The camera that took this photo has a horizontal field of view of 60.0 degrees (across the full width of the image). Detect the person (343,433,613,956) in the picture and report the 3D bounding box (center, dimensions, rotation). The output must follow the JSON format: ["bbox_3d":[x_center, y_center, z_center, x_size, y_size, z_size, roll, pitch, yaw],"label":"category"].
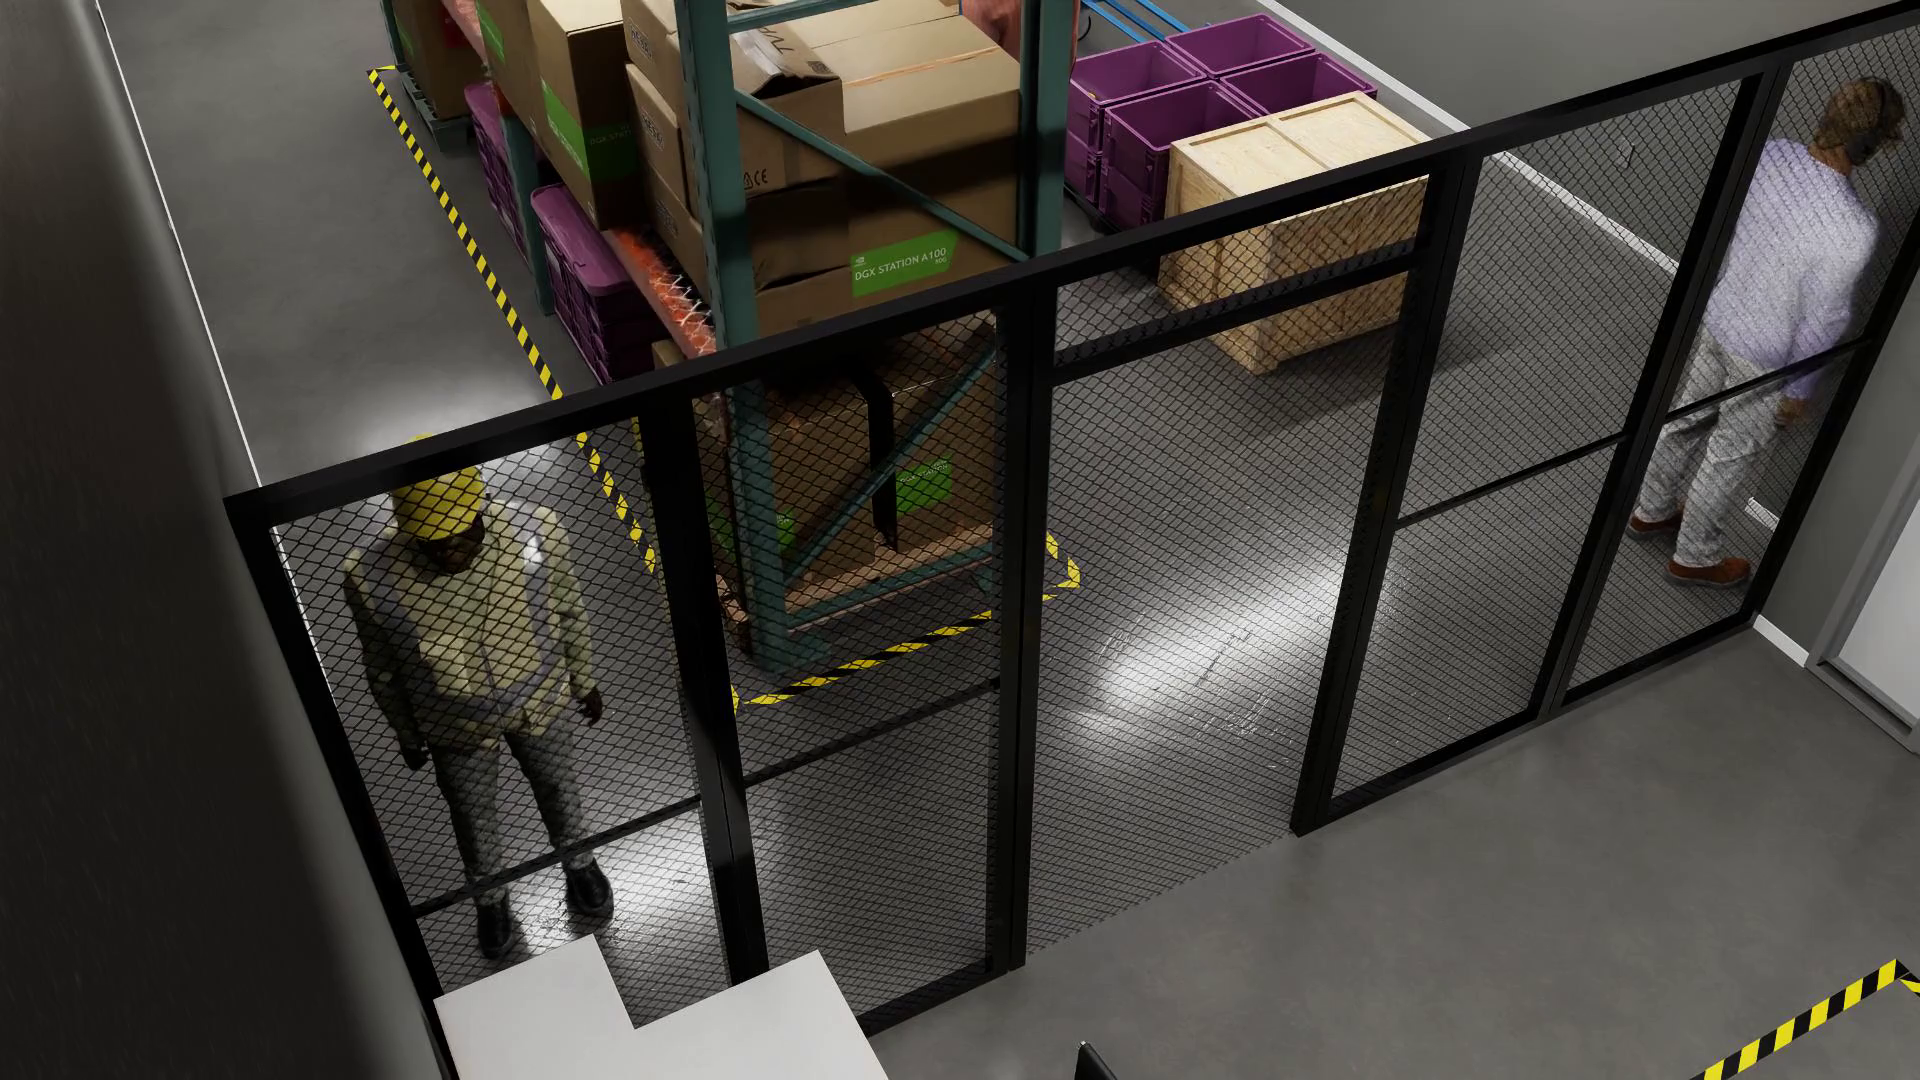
[{"bbox_3d":[-1.270,0.435,4.546,0.591,1.834,0.404,-17,45,-18],"label":"person"}]

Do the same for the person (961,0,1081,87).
[{"bbox_3d":[0.227,-1.810,6.884,0.611,1.995,0.380,-32,51,-30],"label":"person"}]

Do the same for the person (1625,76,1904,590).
[{"bbox_3d":[2.727,-0.676,5.691,0.372,1.932,0.629,-7,43,-8],"label":"person"}]
